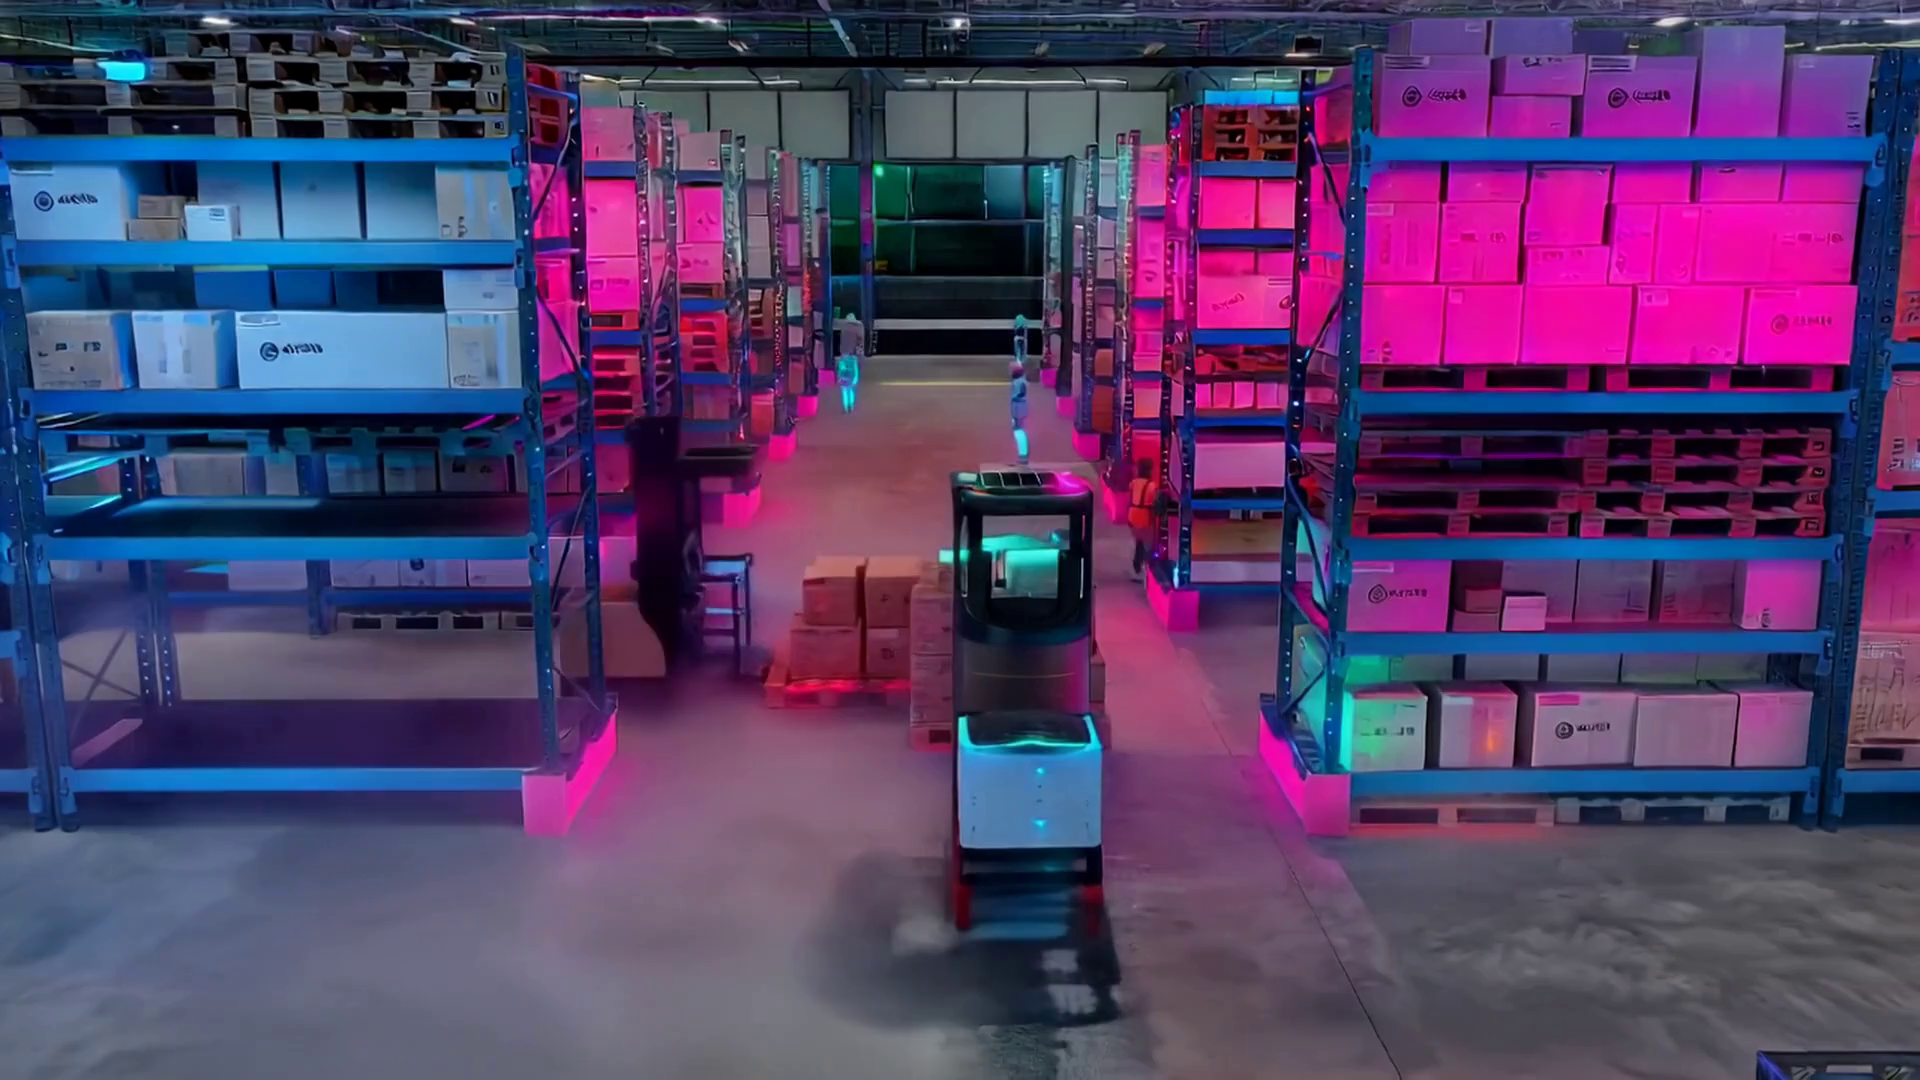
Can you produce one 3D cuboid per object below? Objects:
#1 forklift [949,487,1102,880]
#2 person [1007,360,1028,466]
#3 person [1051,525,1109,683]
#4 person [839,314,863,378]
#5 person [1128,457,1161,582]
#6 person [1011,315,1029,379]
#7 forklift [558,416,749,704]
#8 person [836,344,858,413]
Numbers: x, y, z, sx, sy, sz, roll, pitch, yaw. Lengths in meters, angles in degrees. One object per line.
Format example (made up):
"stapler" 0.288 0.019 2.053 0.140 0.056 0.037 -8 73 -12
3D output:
"forklift" 0.495 0.986 12.813 1.129 2.768 1.873 0 11 -2
"person" 1.098 -2.431 31.872 0.407 2.035 0.601 4 12 19
"person" 1.126 0.697 17.086 0.852 1.725 0.551 -2 12 -8
"person" -3.161 -5.611 48.064 0.666 1.853 0.991 -8 14 -34
"person" 2.430 -0.266 21.975 0.374 1.681 0.543 -6 13 -27
"person" 1.765 -5.554 47.811 0.391 1.841 0.564 -9 15 -38
"forklift" -3.060 0.179 16.814 1.873 2.768 1.129 0 11 -1
"person" -2.722 -3.900 40.085 0.542 1.655 0.872 0 11 0
